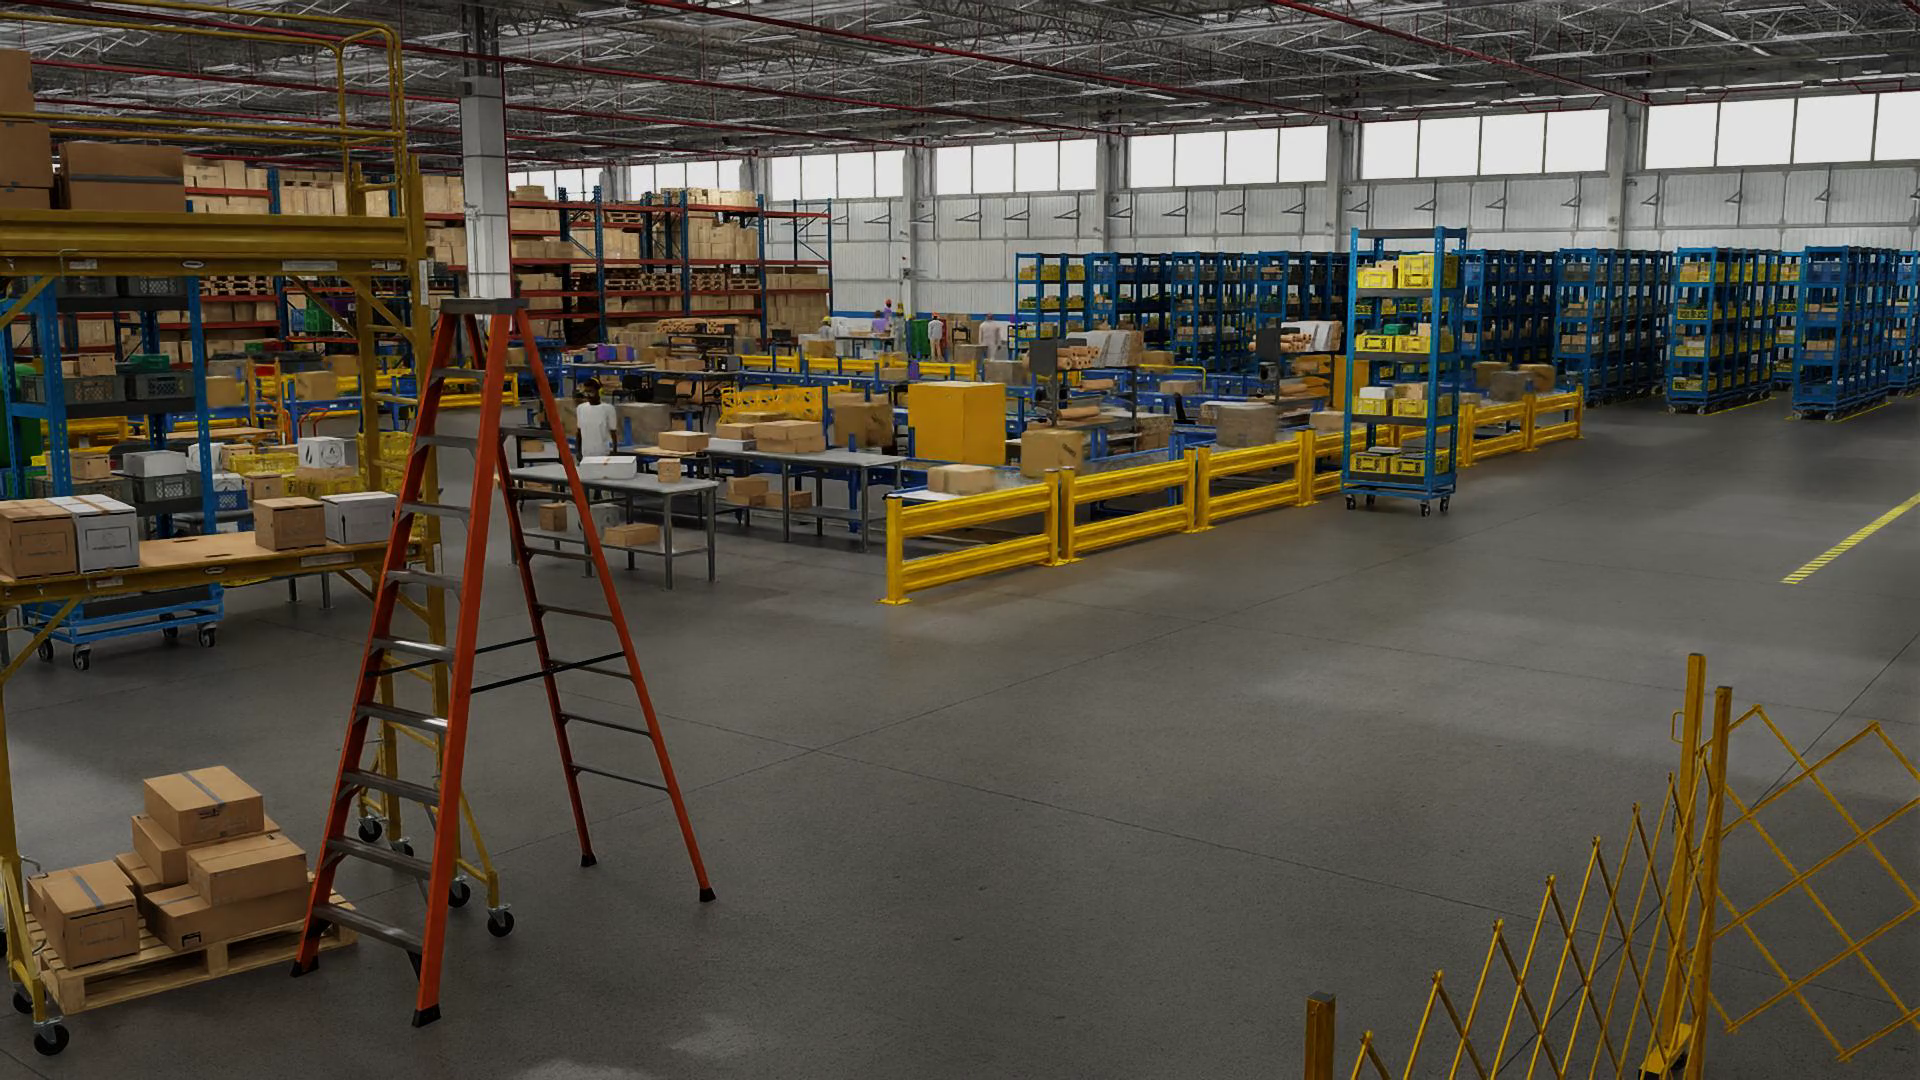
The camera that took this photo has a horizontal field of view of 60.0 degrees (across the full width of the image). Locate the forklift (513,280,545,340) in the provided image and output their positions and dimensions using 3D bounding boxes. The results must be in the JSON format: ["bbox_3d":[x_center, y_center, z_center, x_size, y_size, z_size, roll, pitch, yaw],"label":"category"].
[{"bbox_3d":[-13.988,-6.690,51.785,1.129,2.768,1.873,7,11,37],"label":"forklift"}]

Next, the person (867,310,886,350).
[{"bbox_3d":[-2.732,-6.646,54.821,0.606,1.851,0.432,-8,12,-40],"label":"person"}]

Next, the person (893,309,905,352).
[{"bbox_3d":[-2.318,-7.900,62.972,0.502,1.728,0.610,-4,10,-23],"label":"person"}]

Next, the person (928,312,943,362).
[{"bbox_3d":[-0.850,-6.840,56.229,0.572,1.751,0.329,-6,11,-35],"label":"person"}]

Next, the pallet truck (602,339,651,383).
[{"bbox_3d":[-8.991,-4.871,45.351,0.653,1.274,1.630,7,11,37],"label":"pallet truck"}]

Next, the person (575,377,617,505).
[{"bbox_3d":[-4.167,-0.933,19.018,0.517,1.865,0.328,2,9,10],"label":"person"}]

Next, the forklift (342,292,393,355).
[{"bbox_3d":[-16.485,-5.622,45.120,1.129,2.768,1.873,7,11,37],"label":"forklift"}]

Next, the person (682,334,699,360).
[{"bbox_3d":[-6.666,-4.446,40.804,0.875,1.918,0.613,5,10,29],"label":"person"}]

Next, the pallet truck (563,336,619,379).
[{"bbox_3d":[-10.690,-5.294,48.215,1.601,1.201,0.680,-5,10,-26],"label":"pallet truck"}]

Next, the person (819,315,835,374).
[{"bbox_3d":[-3.810,-5.548,47.916,0.404,1.829,0.600,-9,12,-43],"label":"person"}]

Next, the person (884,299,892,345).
[{"bbox_3d":[-3.022,-9.236,70.598,0.354,1.942,0.545,-4,10,-24],"label":"person"}]

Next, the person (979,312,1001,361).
[{"bbox_3d":[0.882,-5.822,49.480,0.655,1.888,0.586,0,9,0],"label":"person"}]

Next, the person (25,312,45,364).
[{"bbox_3d":[-29.571,-6.391,53.146,0.642,1.847,1.024,1,9,8],"label":"person"}]

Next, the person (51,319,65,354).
[{"bbox_3d":[-33.859,-7.896,62.035,0.617,2.012,0.940,7,11,37],"label":"person"}]
